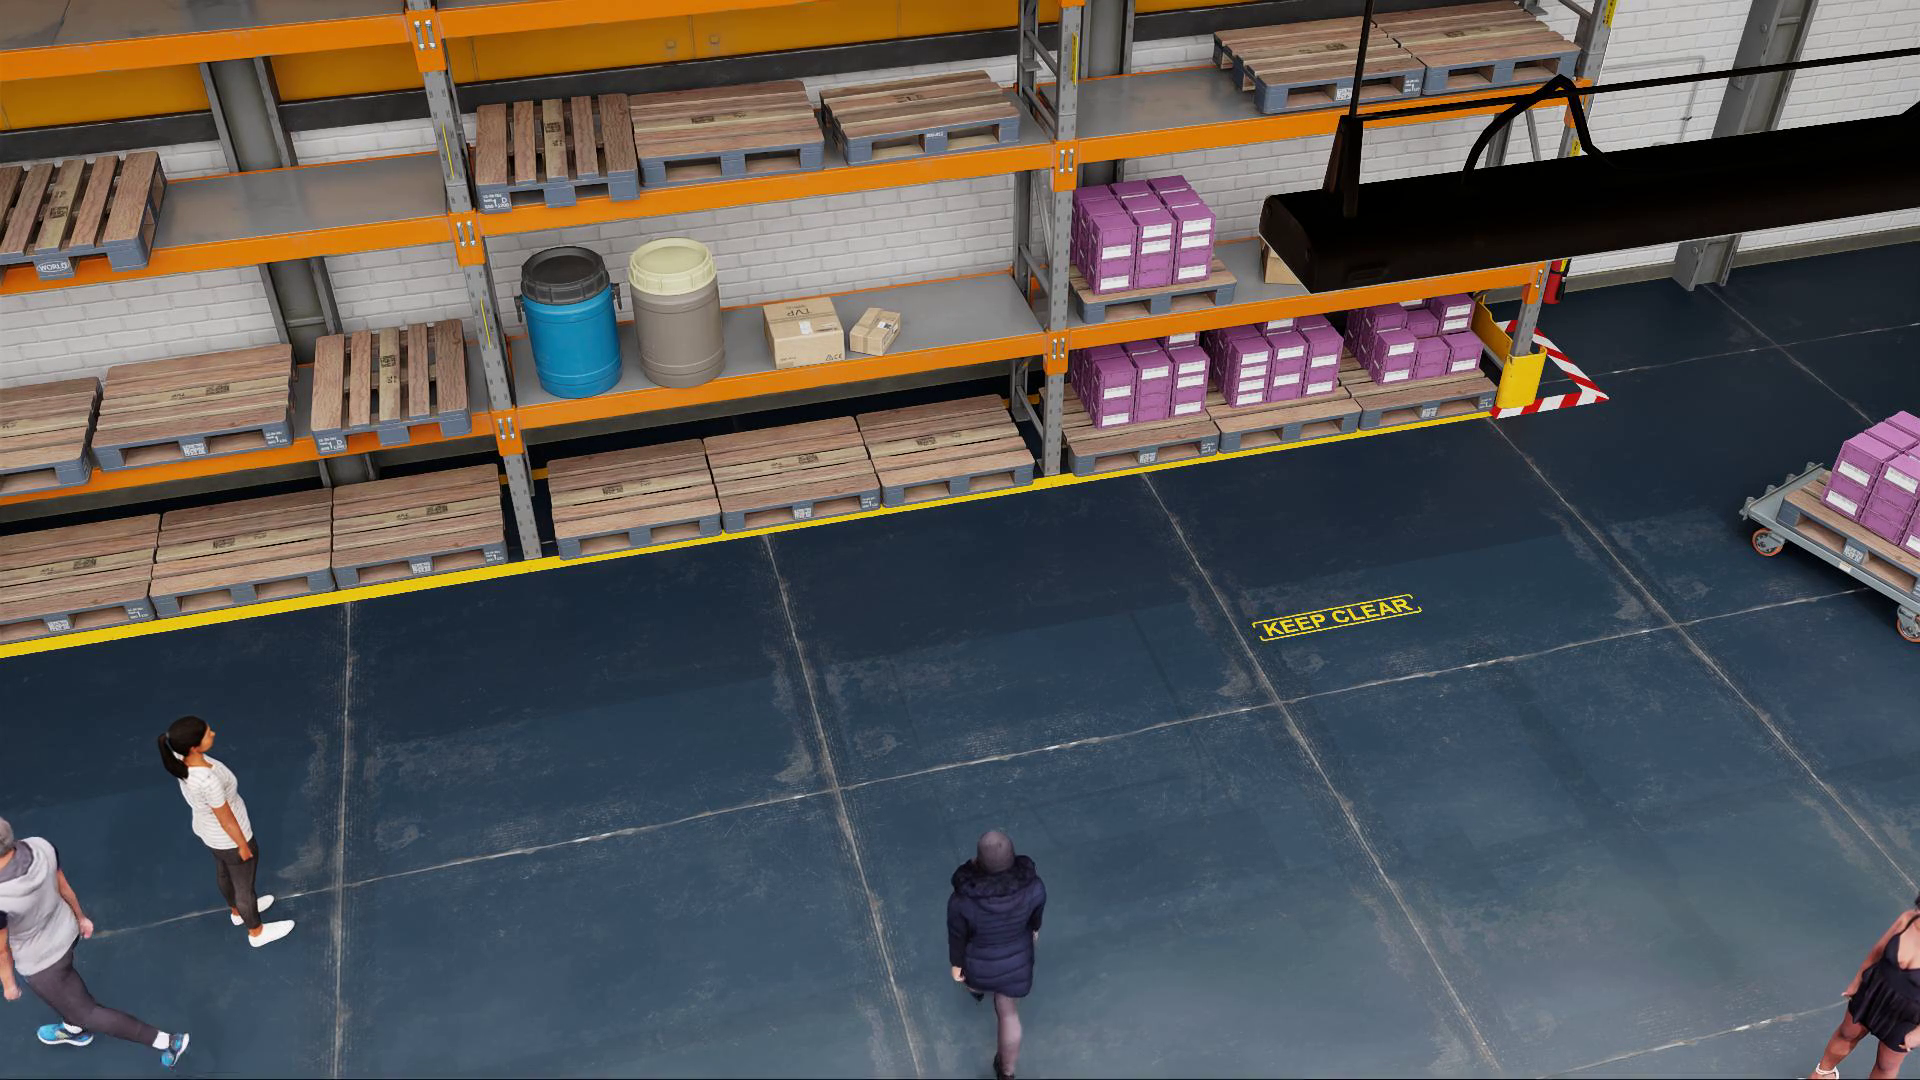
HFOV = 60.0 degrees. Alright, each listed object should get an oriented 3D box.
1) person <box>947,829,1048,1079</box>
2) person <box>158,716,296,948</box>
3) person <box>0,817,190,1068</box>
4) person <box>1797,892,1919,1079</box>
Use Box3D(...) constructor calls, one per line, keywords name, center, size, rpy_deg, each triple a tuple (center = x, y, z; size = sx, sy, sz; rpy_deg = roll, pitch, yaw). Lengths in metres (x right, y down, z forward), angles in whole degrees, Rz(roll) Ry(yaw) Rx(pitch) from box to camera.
Box3D(name="person", center=(0.195, 2.150, 8.411), size=(1.019, 1.626, 0.775), rpy_deg=(-7, 39, -8))
Box3D(name="person", center=(-4.039, 1.585, 9.104), size=(0.643, 1.643, 0.666), rpy_deg=(31, 48, 33))
Box3D(name="person", center=(-4.492, 2.078, 8.369), size=(1.250, 1.792, 0.906), rpy_deg=(2, 39, 2))
Box3D(name="person", center=(4.555, 2.277, 8.123), size=(0.604, 1.787, 0.602), rpy_deg=(-19, 42, -22))
